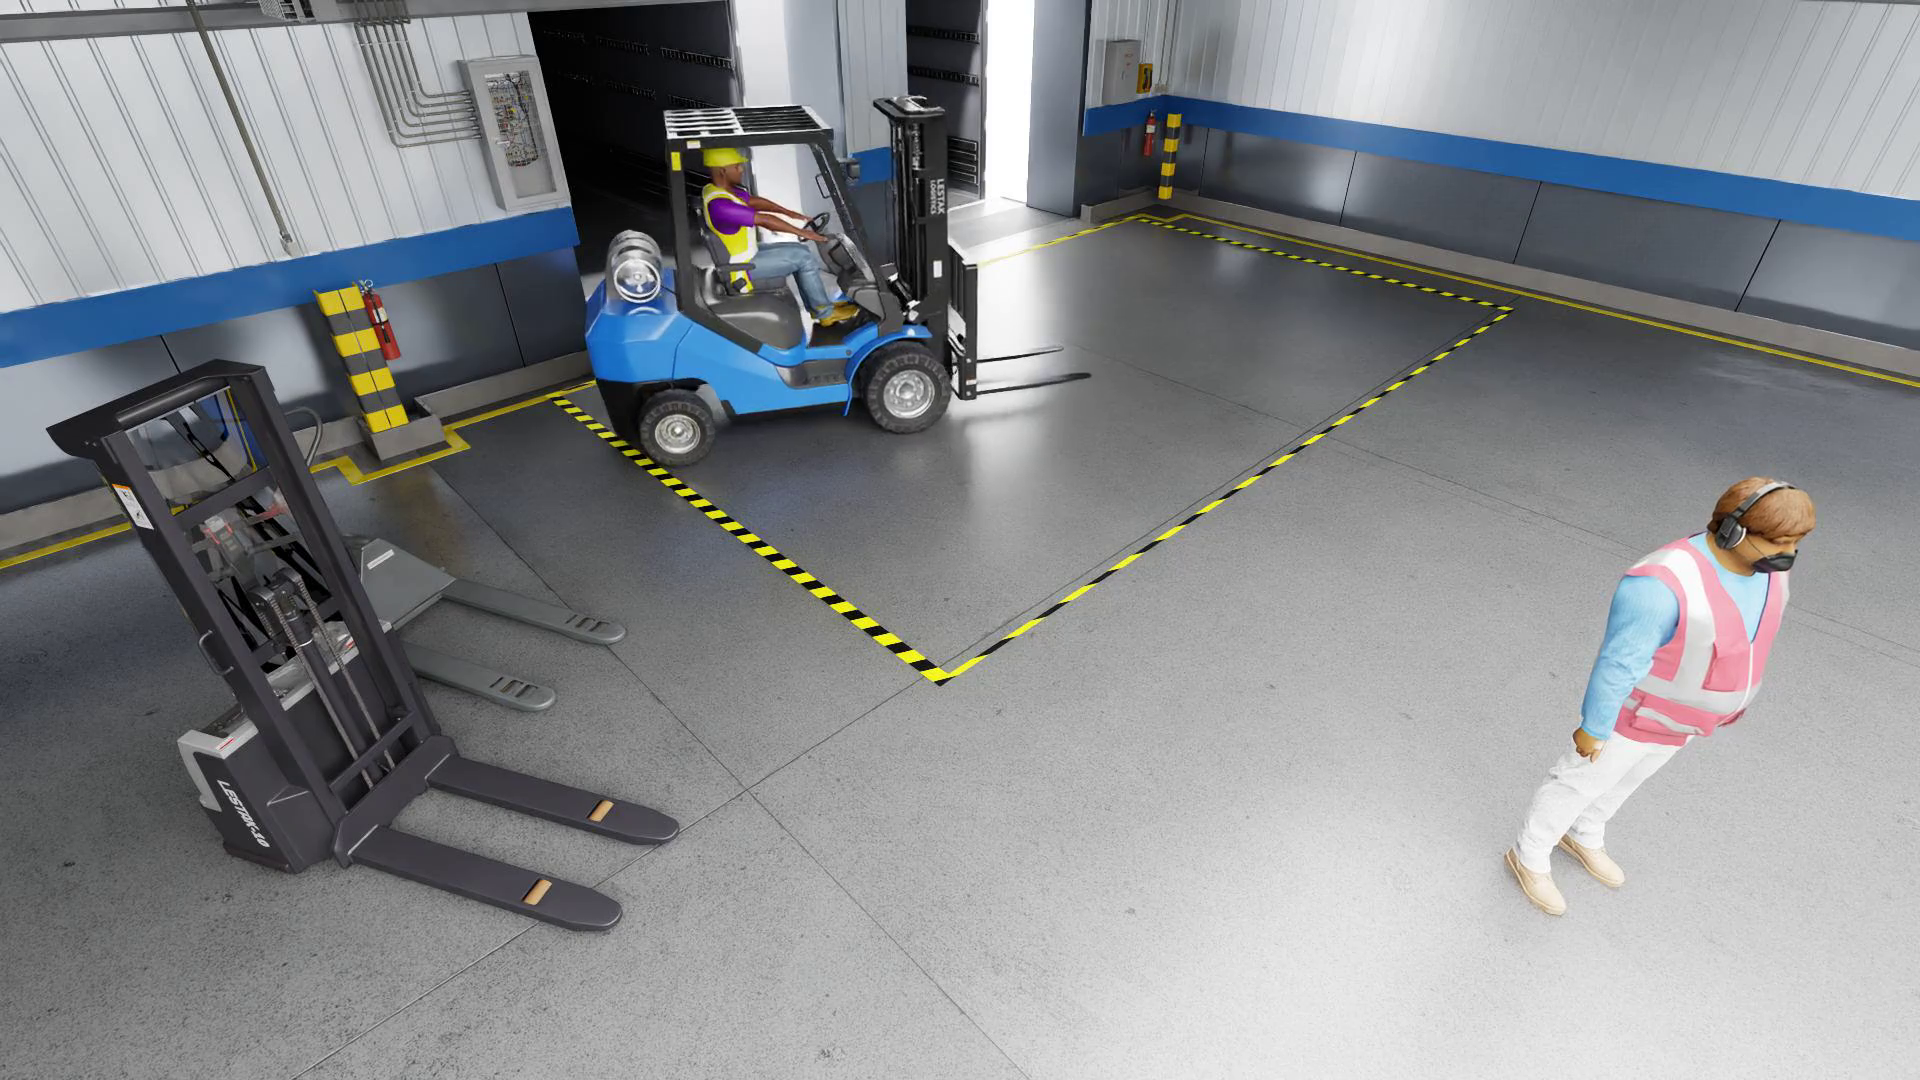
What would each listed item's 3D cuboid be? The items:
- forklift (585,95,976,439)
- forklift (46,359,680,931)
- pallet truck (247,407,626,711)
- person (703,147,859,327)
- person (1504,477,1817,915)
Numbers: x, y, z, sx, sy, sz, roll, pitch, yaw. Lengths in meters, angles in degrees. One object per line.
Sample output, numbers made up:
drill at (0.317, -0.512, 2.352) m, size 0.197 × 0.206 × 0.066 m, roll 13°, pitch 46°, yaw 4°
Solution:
forklift at (-1.316, -1.969, 6.553) m, size 2.680 × 2.036 × 1.157 m, roll -9°, pitch 35°, yaw -14°
forklift at (-2.135, 0.422, 3.354) m, size 1.885 × 1.965 × 0.823 m, roll 10°, pitch 35°, yaw 14°
pallet truck at (-2.628, 0.038, 4.590) m, size 1.601 × 1.201 × 0.680 m, roll 12°, pitch 36°, yaw 18°
person at (-1.257, -2.129, 6.456) m, size 1.004 × 1.293 × 0.635 m, roll -9°, pitch 35°, yaw -14°
person at (2.447, 0.594, 3.237) m, size 0.633 × 1.842 × 0.429 m, roll -12°, pitch 36°, yaw -17°
